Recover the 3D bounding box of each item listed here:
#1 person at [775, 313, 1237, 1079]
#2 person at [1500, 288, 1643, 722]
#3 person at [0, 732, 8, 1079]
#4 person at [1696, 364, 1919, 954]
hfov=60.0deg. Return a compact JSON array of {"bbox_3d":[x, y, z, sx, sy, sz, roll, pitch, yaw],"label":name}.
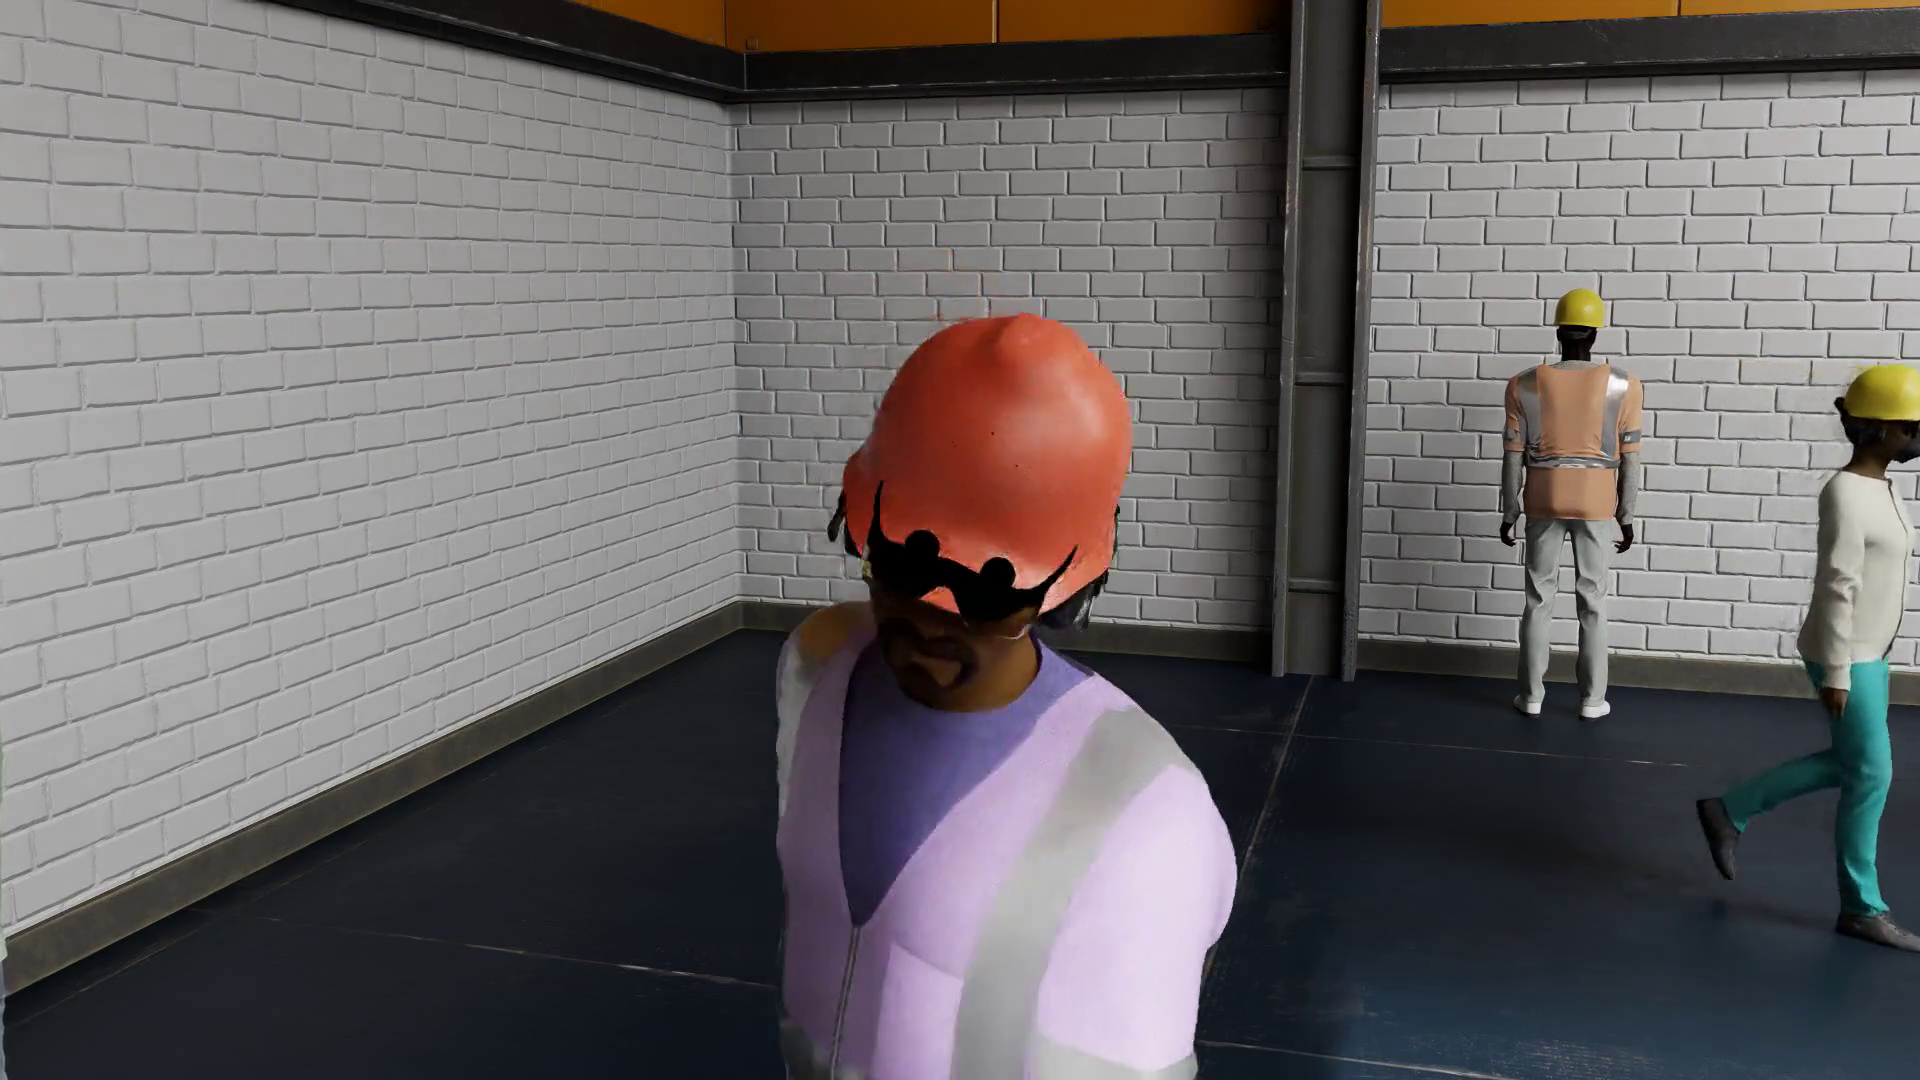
[{"bbox_3d":[-0.021,0.757,1.752,0.699,1.982,0.511,9,13,44],"label":"person"},{"bbox_3d":[2.715,-0.150,7.431,0.585,1.928,0.369,3,10,20],"label":"person"},{"bbox_3d":[-1.755,0.760,2.780,0.271,1.632,0.508,-1,9,-4],"label":"person"},{"bbox_3d":[2.645,0.333,5.054,0.666,1.749,0.527,8,12,40],"label":"person"}]
